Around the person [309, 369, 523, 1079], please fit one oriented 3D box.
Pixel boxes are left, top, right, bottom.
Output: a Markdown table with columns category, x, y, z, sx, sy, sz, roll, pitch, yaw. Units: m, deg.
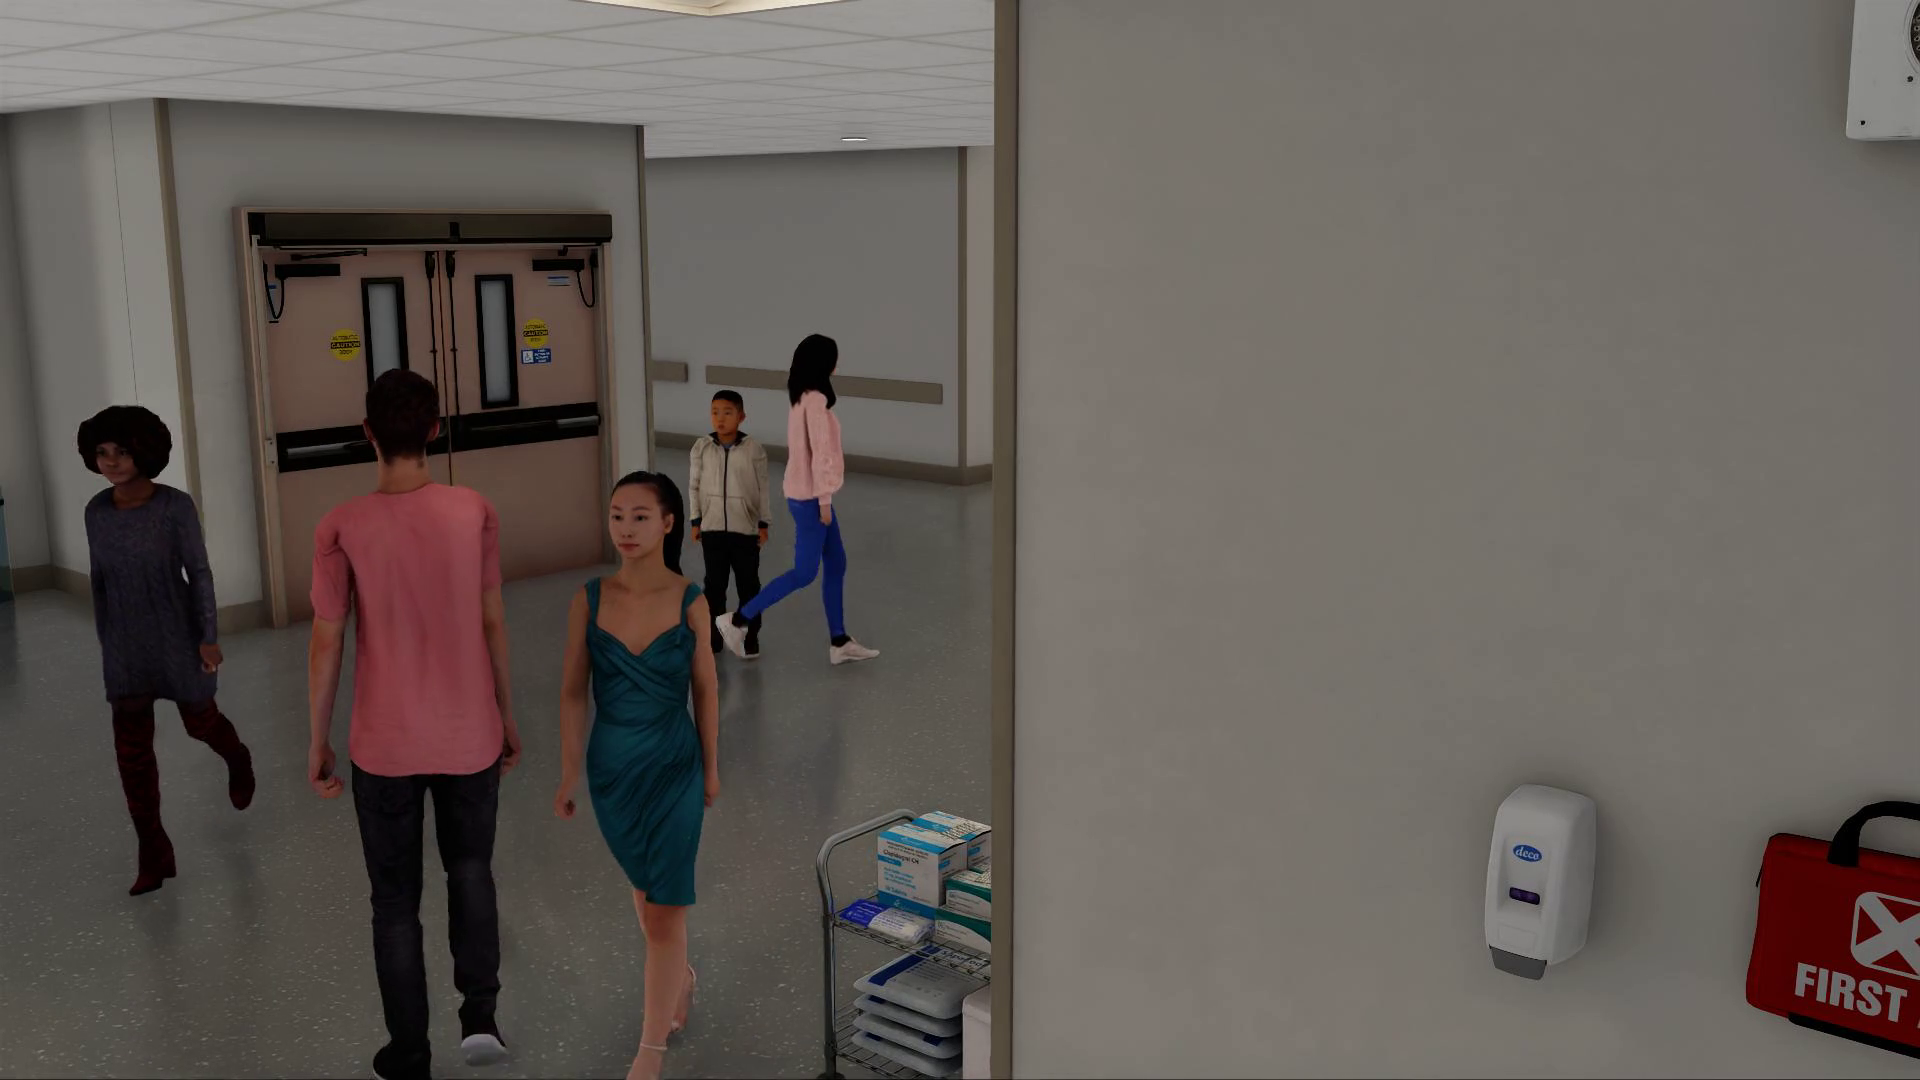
| category | x | y | z | sx | sy | sz | roll | pitch | yaw |
| --- | --- | --- | --- | --- | --- | --- | --- | --- | --- |
| person | -1.359 | 0.543 | 4.323 | 0.833 | 1.950 | 0.896 | -7 | 13 | -34 |

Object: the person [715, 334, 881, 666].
| category | x | y | z | sx | sy | sz | roll | pitch | yaw |
| --- | --- | --- | --- | --- | --- | --- | --- | --- | --- |
| person | -0.864 | -0.171 | 8.651 | 1.181 | 1.739 | 1.076 | -2 | 11 | -8 |

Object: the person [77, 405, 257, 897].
| category | x | y | z | sx | sy | sz | roll | pitch | yaw |
| --- | --- | --- | --- | --- | --- | --- | --- | --- | --- |
| person | -2.824 | 0.369 | 5.967 | 1.030 | 1.678 | 1.149 | -1 | 11 | -3 |

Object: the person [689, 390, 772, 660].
| category | x | y | z | sx | sy | sz | roll | pitch | yaw |
| --- | --- | --- | --- | --- | --- | --- | --- | --- | --- |
| person | -1.234 | -0.085 | 8.962 | 0.661 | 1.454 | 0.699 | 0 | 11 | 1 |

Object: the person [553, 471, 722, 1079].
| category | x | y | z | sx | sy | sz | roll | pitch | yaw |
| --- | --- | --- | --- | --- | --- | --- | --- | --- | --- |
| person | -0.836 | 0.652 | 4.564 | 0.900 | 1.646 | 1.072 | 1 | 11 | 7 |
